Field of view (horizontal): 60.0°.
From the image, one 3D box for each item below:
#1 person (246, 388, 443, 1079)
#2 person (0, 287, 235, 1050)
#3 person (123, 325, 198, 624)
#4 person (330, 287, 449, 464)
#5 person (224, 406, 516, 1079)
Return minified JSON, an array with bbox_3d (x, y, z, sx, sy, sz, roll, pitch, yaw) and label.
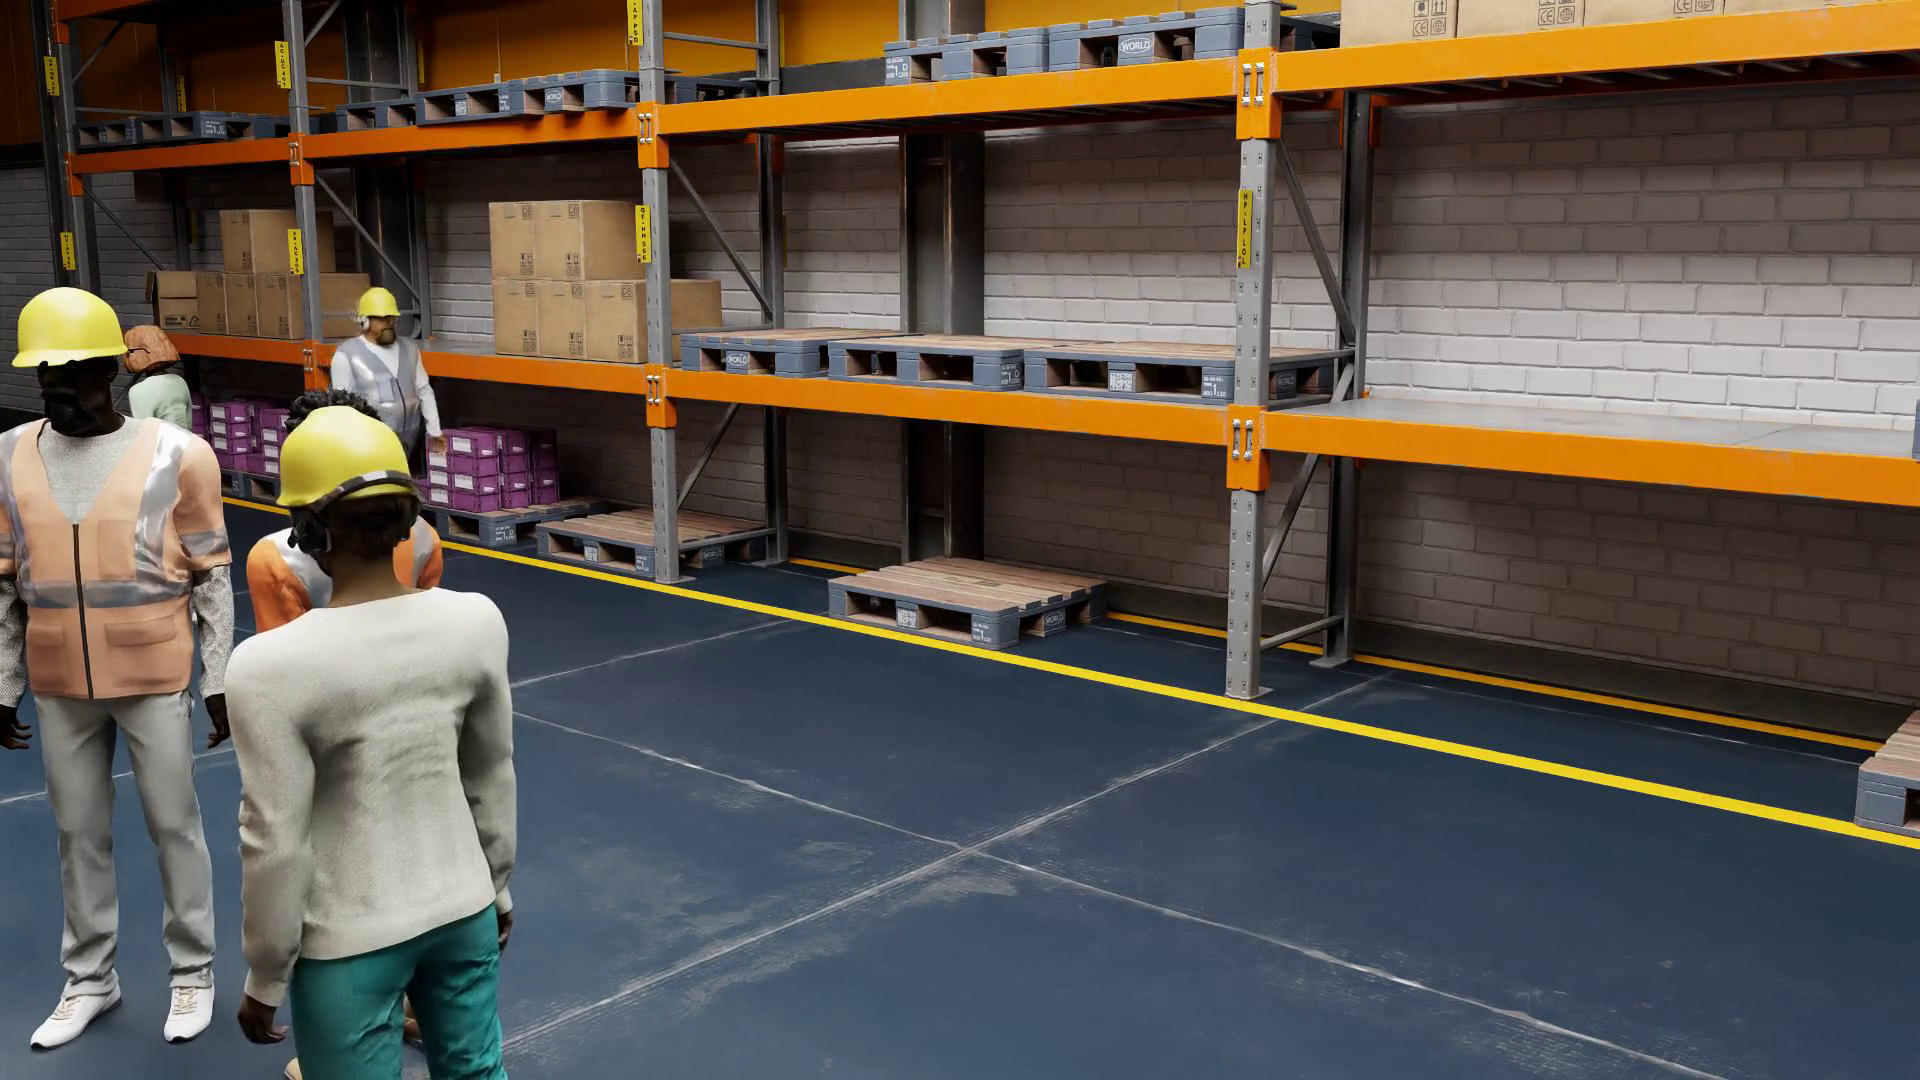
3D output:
[{"bbox_3d":[-1.458,0.485,3.999,0.318,1.697,0.535,5,11,27],"label":"person"},{"bbox_3d":[-2.148,0.335,4.198,0.595,1.925,0.373,-1,10,-5],"label":"person"},{"bbox_3d":[-4.173,-0.309,8.731,0.288,1.626,0.497,0,10,2],"label":"person"},{"bbox_3d":[-3.510,-0.652,10.238,0.923,1.785,0.596,7,12,33],"label":"person"},{"bbox_3d":[-0.991,0.654,2.845,0.330,1.765,0.533,7,12,36],"label":"person"}]
